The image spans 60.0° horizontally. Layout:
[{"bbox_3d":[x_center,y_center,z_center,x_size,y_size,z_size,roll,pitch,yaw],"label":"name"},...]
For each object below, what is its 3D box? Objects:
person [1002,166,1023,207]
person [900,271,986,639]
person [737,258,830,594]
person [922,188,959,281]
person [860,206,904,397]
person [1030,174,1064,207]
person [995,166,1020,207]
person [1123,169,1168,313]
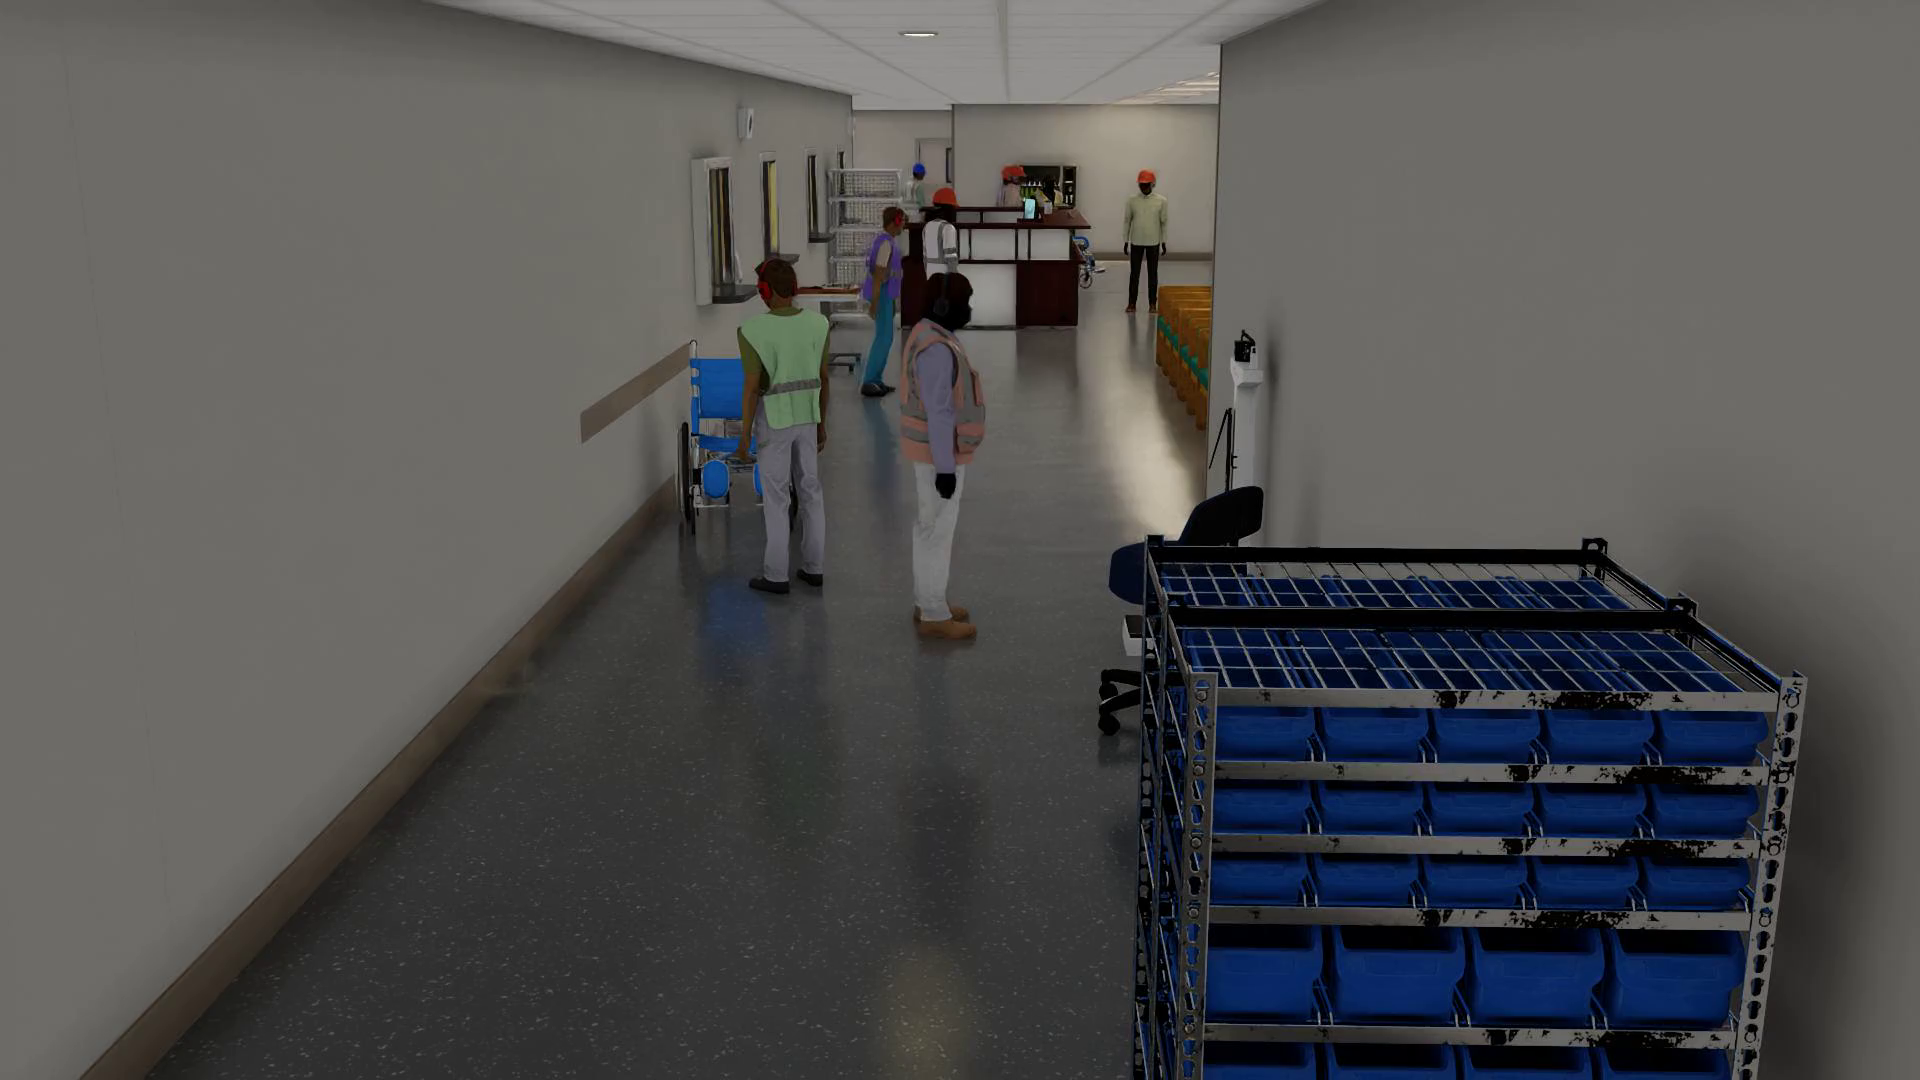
[{"bbox_3d":[0.991,-5.842,30.257,0.493,1.891,0.653,12,18,40],"label":"person"},{"bbox_3d":[-0.086,-0.428,8.388,0.429,1.837,0.637,-1,14,-5],"label":"person"},{"bbox_3d":[-0.956,-0.614,9.133,0.563,1.840,0.390,-11,18,-38],"label":"person"},{"bbox_3d":[-0.167,-2.701,17.410,0.362,1.936,0.542,-9,16,-32],"label":"person"},{"bbox_3d":[-0.743,-2.301,16.058,0.454,1.802,0.658,0,14,0],"label":"person"},{"bbox_3d":[1.419,-4.979,26.871,0.626,1.837,0.429,-7,16,-28],"label":"person"},{"bbox_3d":[0.873,-5.787,30.023,0.435,1.889,0.598,-7,16,-27],"label":"person"},{"bbox_3d":[2.592,-4.179,23.287,0.623,1.990,0.391,3,14,10],"label":"person"}]
